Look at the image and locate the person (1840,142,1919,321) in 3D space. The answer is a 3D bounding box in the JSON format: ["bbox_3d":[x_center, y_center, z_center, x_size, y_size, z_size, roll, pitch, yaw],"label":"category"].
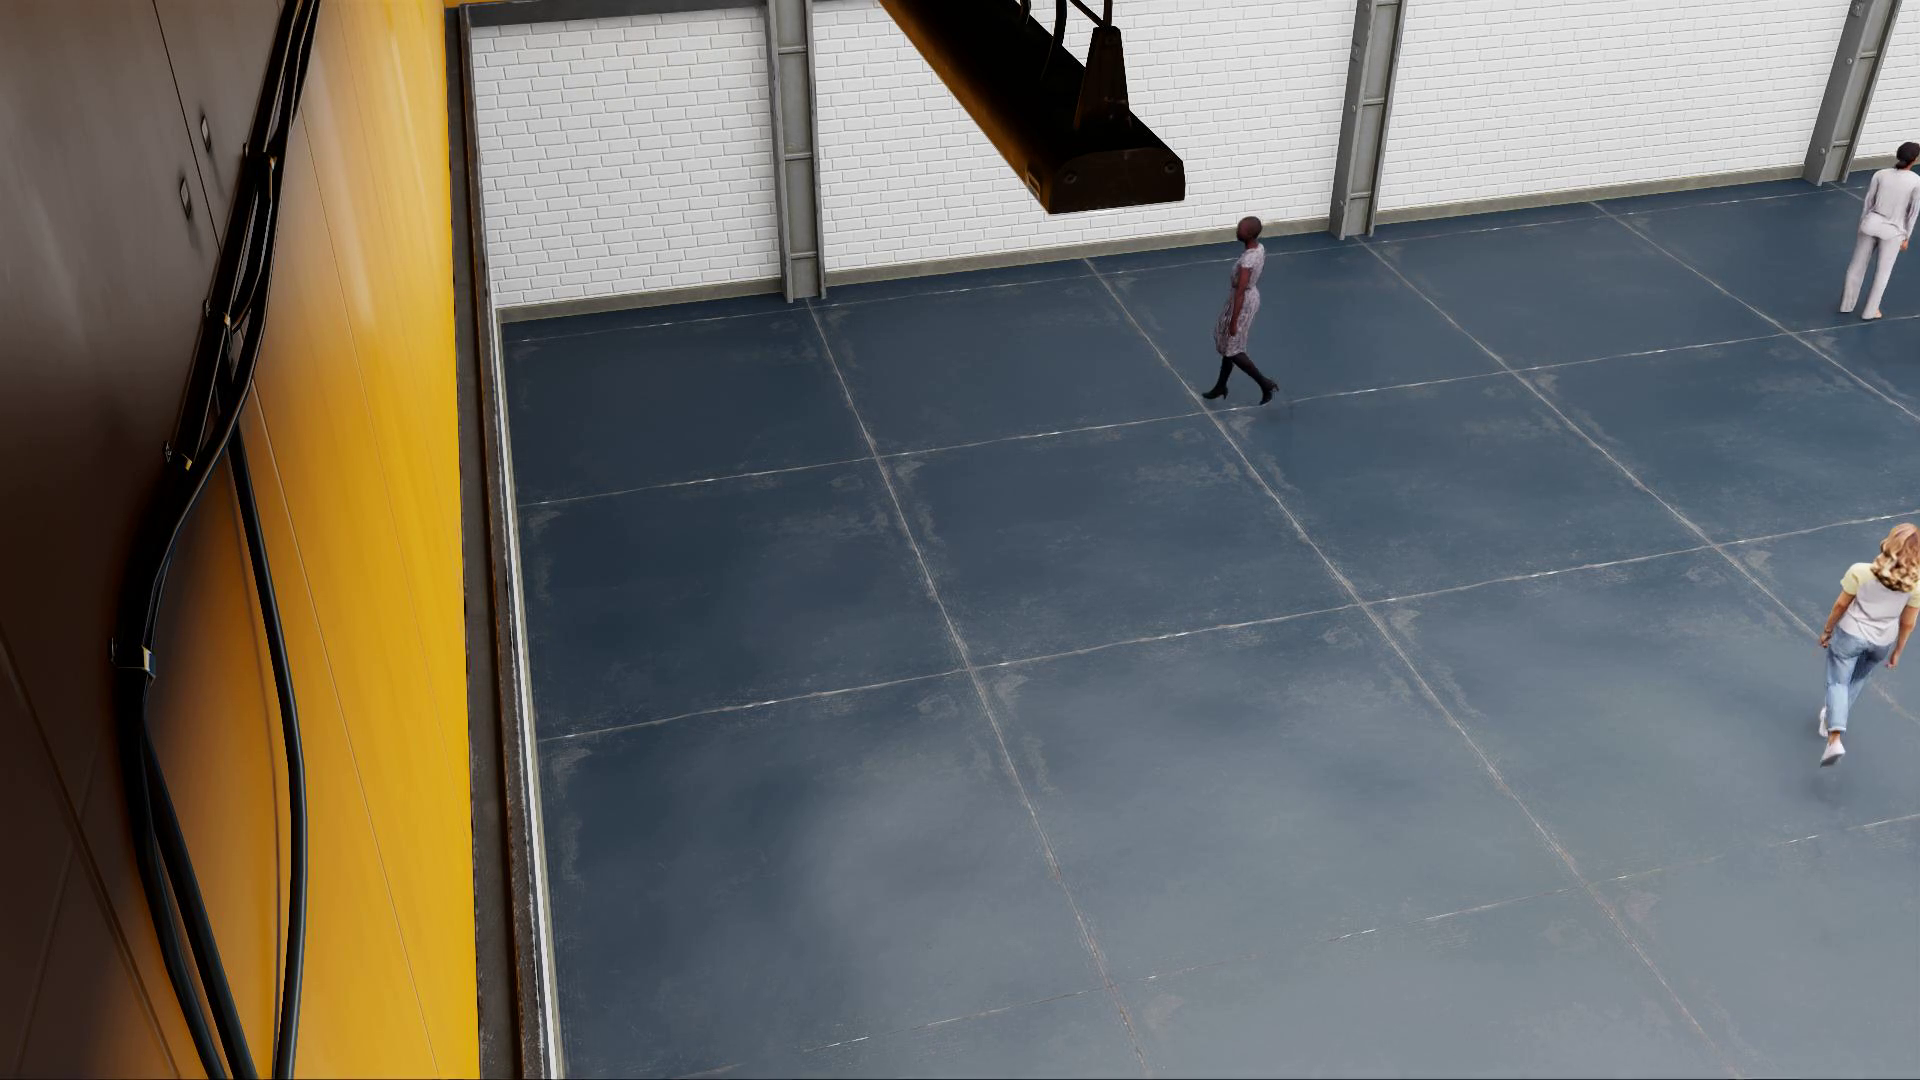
[{"bbox_3d":[8.800,-2.954,15.877,0.755,1.734,0.741,-28,43,-35],"label":"person"}]

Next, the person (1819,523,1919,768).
[{"bbox_3d":[5.660,0.683,10.433,1.053,1.702,1.052,13,36,19],"label":"person"}]

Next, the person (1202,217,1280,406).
[{"bbox_3d":[2.479,-1.918,14.282,1.058,1.773,0.966,14,36,20],"label":"person"}]
